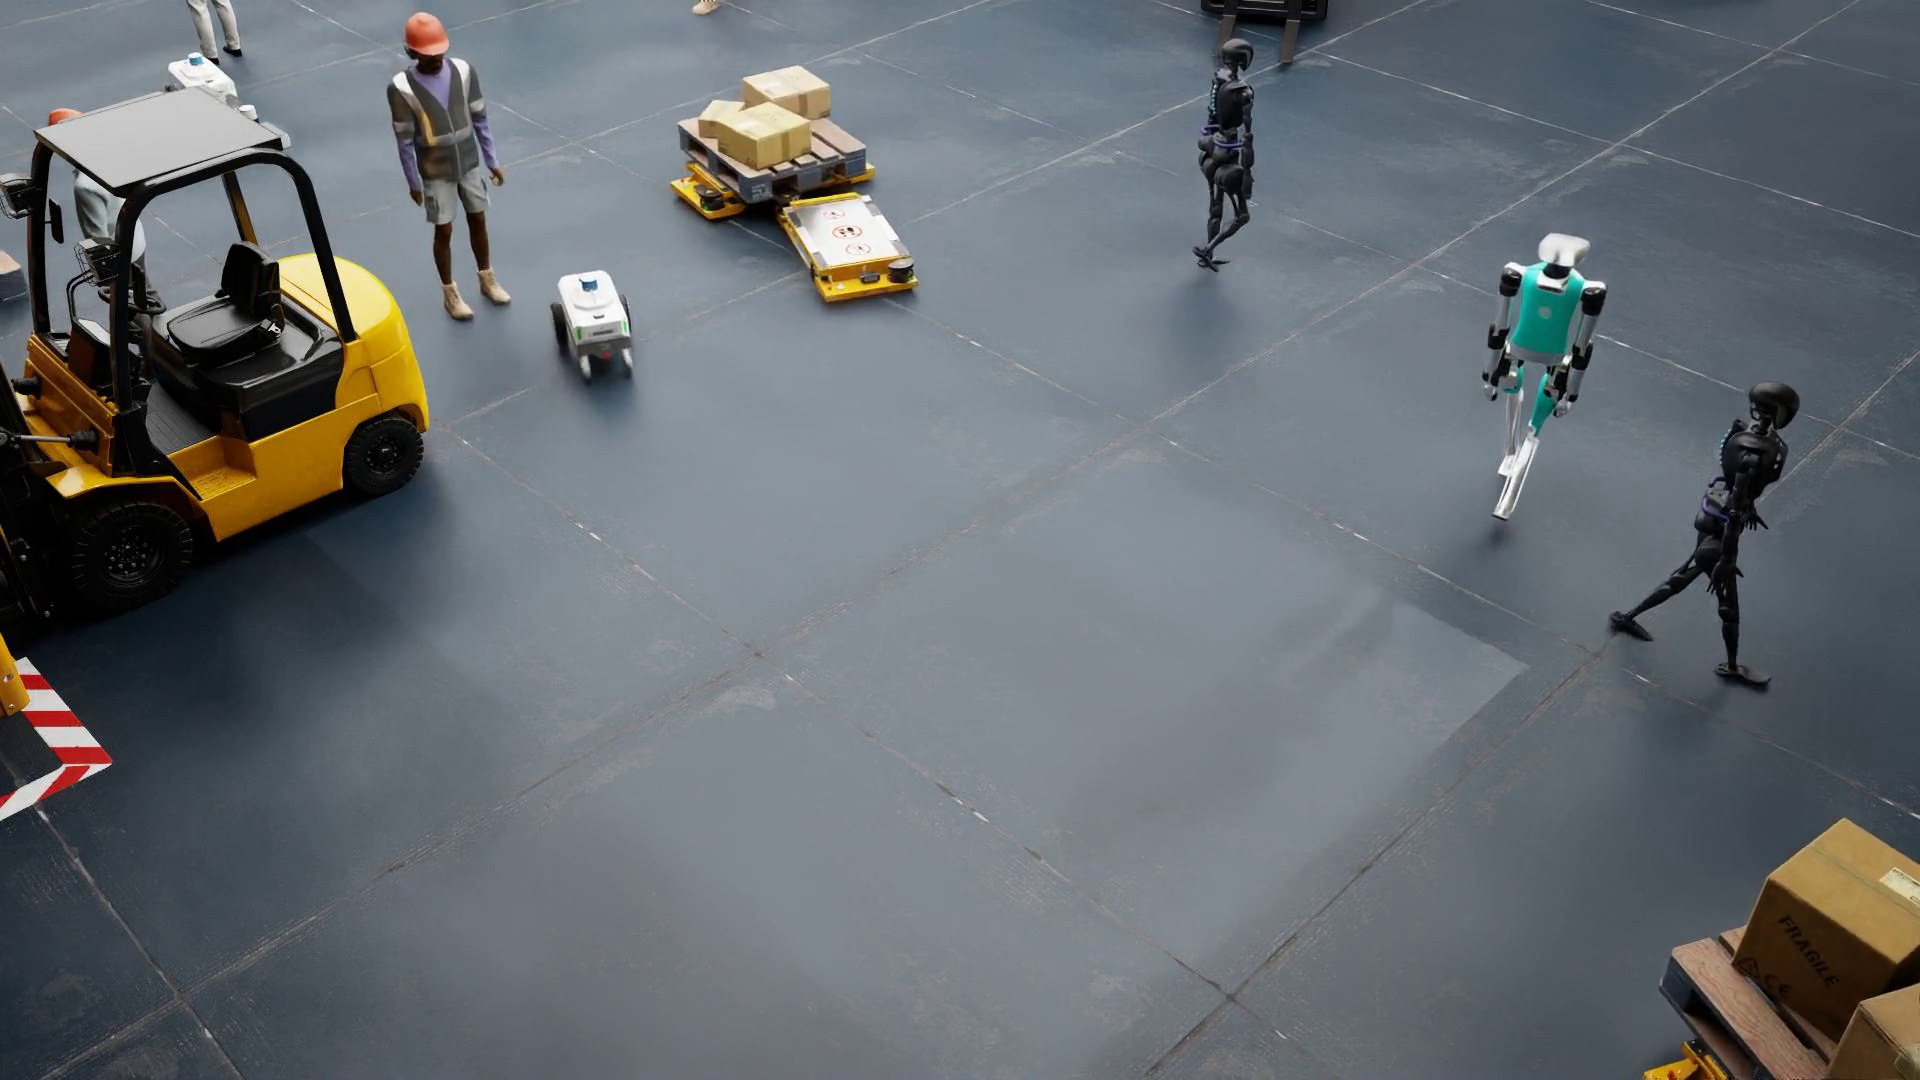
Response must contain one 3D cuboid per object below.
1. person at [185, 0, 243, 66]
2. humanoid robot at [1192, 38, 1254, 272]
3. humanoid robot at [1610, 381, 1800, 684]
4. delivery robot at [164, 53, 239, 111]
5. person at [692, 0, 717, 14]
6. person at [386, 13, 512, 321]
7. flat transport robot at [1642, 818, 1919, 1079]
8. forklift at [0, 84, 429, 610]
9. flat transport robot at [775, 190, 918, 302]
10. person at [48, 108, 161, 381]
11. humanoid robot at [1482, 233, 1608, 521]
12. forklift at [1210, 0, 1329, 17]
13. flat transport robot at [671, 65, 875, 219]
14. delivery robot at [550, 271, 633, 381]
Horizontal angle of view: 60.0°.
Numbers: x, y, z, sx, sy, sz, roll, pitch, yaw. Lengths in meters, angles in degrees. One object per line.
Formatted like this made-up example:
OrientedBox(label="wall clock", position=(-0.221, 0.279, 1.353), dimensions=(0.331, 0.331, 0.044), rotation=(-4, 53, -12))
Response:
OrientedBox(label="person", position=(-6.668, -5.045, 14.486), dimensions=(0.384, 1.782, 0.549), rotation=(20, 41, 25))
OrientedBox(label="humanoid robot", position=(1.774, -2.602, 11.304), dimensions=(0.420, 1.651, 0.584), rotation=(-14, 39, -18))
OrientedBox(label="humanoid robot", position=(3.686, -0.071, 7.962), dimensions=(0.796, 1.633, 0.595), rotation=(19, 41, 23))
OrientedBox(label="delivery robot", position=(-6.249, -3.718, 13.744), dimensions=(0.499, 0.606, 0.807), rotation=(-25, 43, -29))
OrientedBox(label="person", position=(-2.359, -5.949, 15.714), dimensions=(0.544, 1.758, 0.785), rotation=(26, 44, 30))
OrientedBox(label="person", position=(-3.283, -2.401, 10.751), dimensions=(0.609, 2.037, 0.422), rotation=(-29, 46, -33))
OrientedBox(label="flat transport robot", position=(3.382, 2.065, 6.233), dimensions=(1.431, 0.231, 0.659), rotation=(-11, 38, -14))
OrientedBox(label="forklift", position=(-4.145, -1.093, 8.856), dimensions=(2.313, 2.155, 1.214), rotation=(-31, 47, -34))
OrientedBox(label="flat transport robot", position=(-0.831, -2.130, 11.848), dimensions=(0.659, 0.231, 1.431), rotation=(-12, 38, -15))
OrientedBox(label="person", position=(-5.185, -1.800, 10.178), dimensions=(0.352, 1.740, 0.571), rotation=(-5, 37, -6))
OrientedBox(label="humanoid robot", position=(3.146, -0.951, 9.047), dimensions=(0.530, 1.722, 1.046), rotation=(17, 40, 22))
OrientedBox(label="forklift", position=(3.106, -6.400, 15.960), dimensions=(1.214, 2.155, 2.313), rotation=(8, 37, 10))
OrientedBox(label="flat transport robot", position=(-1.431, -2.812, 12.761), dimensions=(1.431, 0.231, 0.659), rotation=(-21, 42, -26))
OrientedBox(label="delivery robot", position=(-2.346, -1.421, 10.668), dimensions=(0.499, 0.604, 0.808), rotation=(-12, 39, -16))
